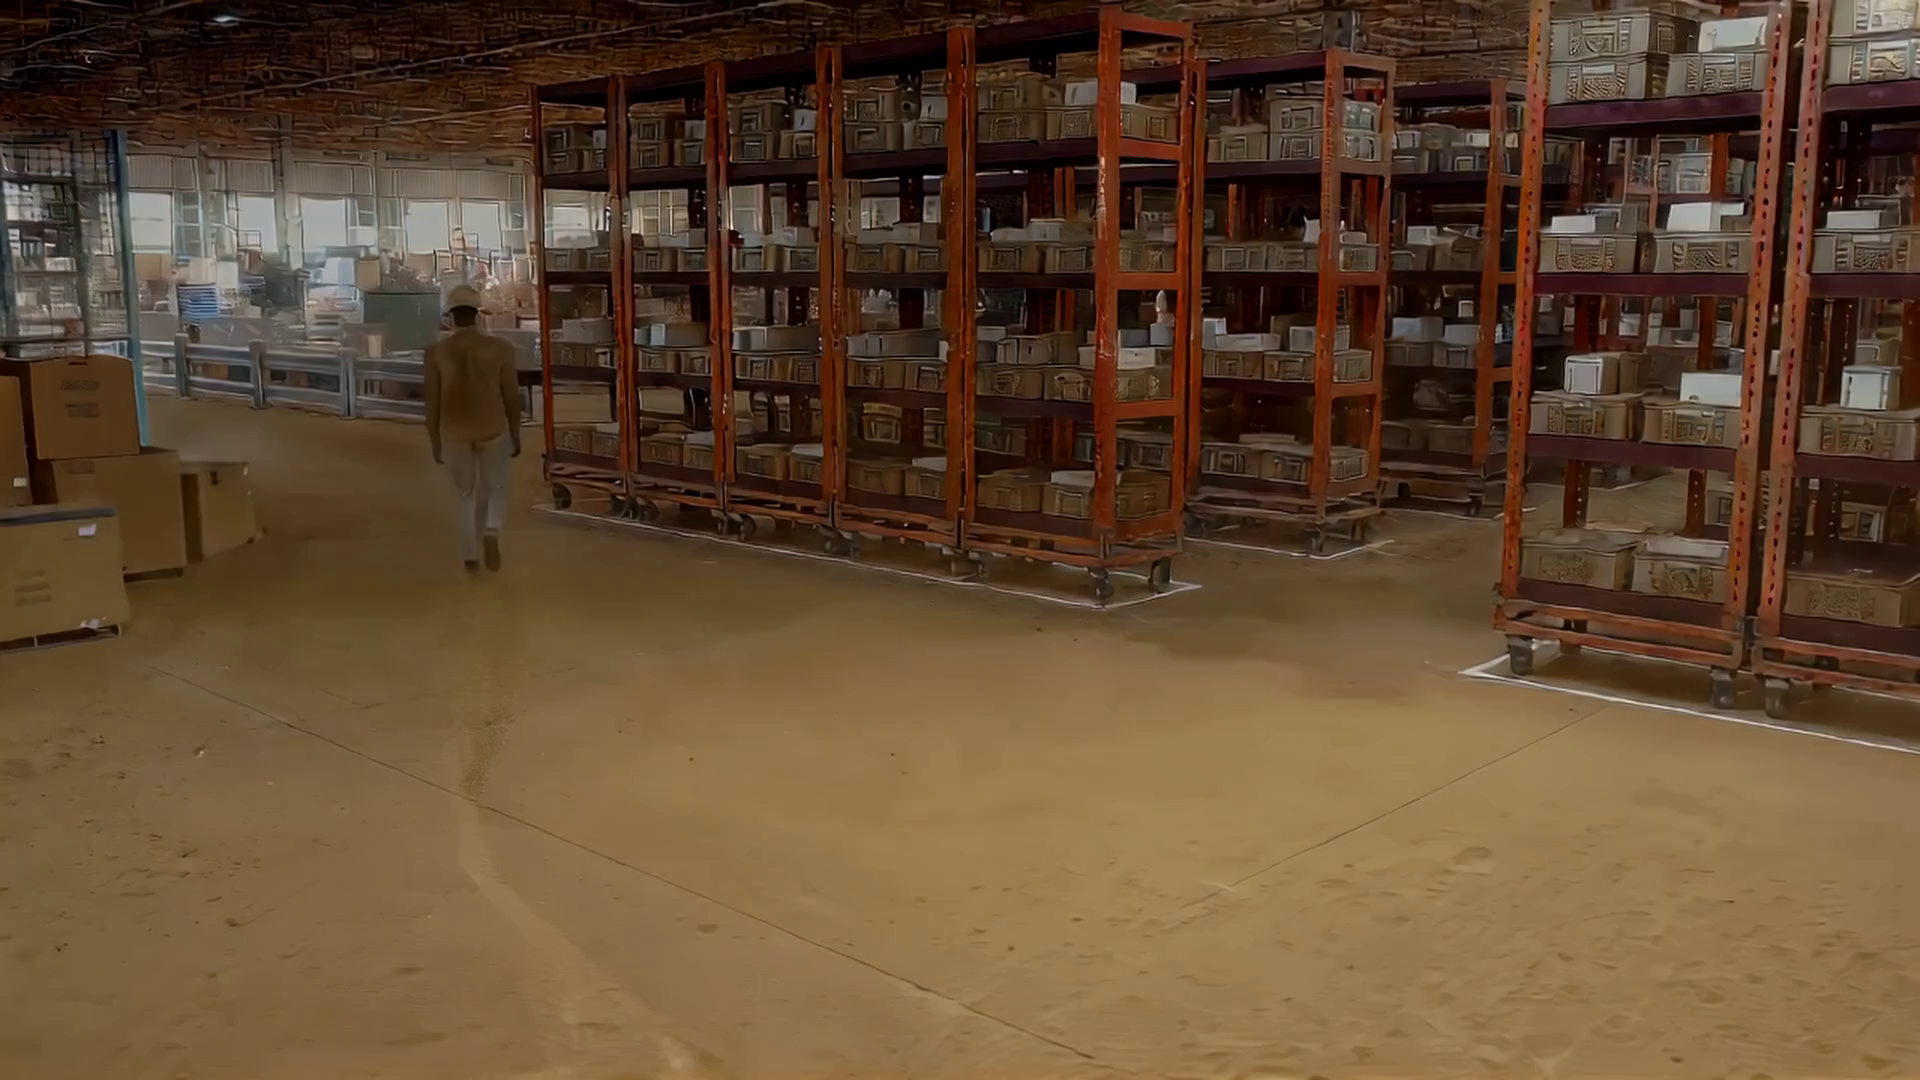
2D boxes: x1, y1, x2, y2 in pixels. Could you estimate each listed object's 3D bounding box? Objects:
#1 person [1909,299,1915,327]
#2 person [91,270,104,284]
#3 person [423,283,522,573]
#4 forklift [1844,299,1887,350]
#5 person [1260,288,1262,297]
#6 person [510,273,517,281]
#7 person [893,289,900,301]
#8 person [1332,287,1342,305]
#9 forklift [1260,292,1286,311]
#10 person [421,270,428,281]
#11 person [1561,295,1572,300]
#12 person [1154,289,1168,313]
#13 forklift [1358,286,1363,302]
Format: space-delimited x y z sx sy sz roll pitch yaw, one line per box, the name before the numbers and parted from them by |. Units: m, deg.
person | 11.087 -1.968 19.307 0.766 1.803 0.598 -4 10 -22
person | -31.621 -8.887 61.000 0.615 2.038 0.395 7 11 36
person | -3.270 -0.729 11.168 0.629 1.979 0.663 -2 10 -14
forklift | 21.461 -5.759 39.257 1.873 2.768 1.129 -1 9 -5
person | 9.718 -7.938 55.635 0.680 1.885 0.613 6 11 35
person | -25.337 -14.245 94.411 0.615 1.862 0.700 3 10 17
person | -2.430 -9.280 64.456 0.318 1.700 0.535 1 9 8
person | 9.381 -5.590 41.837 0.317 1.695 0.540 -4 10 -21
forklift | 10.677 -8.305 54.863 1.129 2.768 1.873 9 13 43
person | -28.261 -13.246 87.876 0.401 1.989 0.623 -1 9 -5
person | 12.540 -4.437 34.347 0.591 1.834 0.404 -7 11 -35
person | 4.353 -4.775 36.377 1.078 1.864 0.614 -6 11 -32
forklift | 11.100 -7.017 46.970 1.873 2.768 1.129 9 13 43
